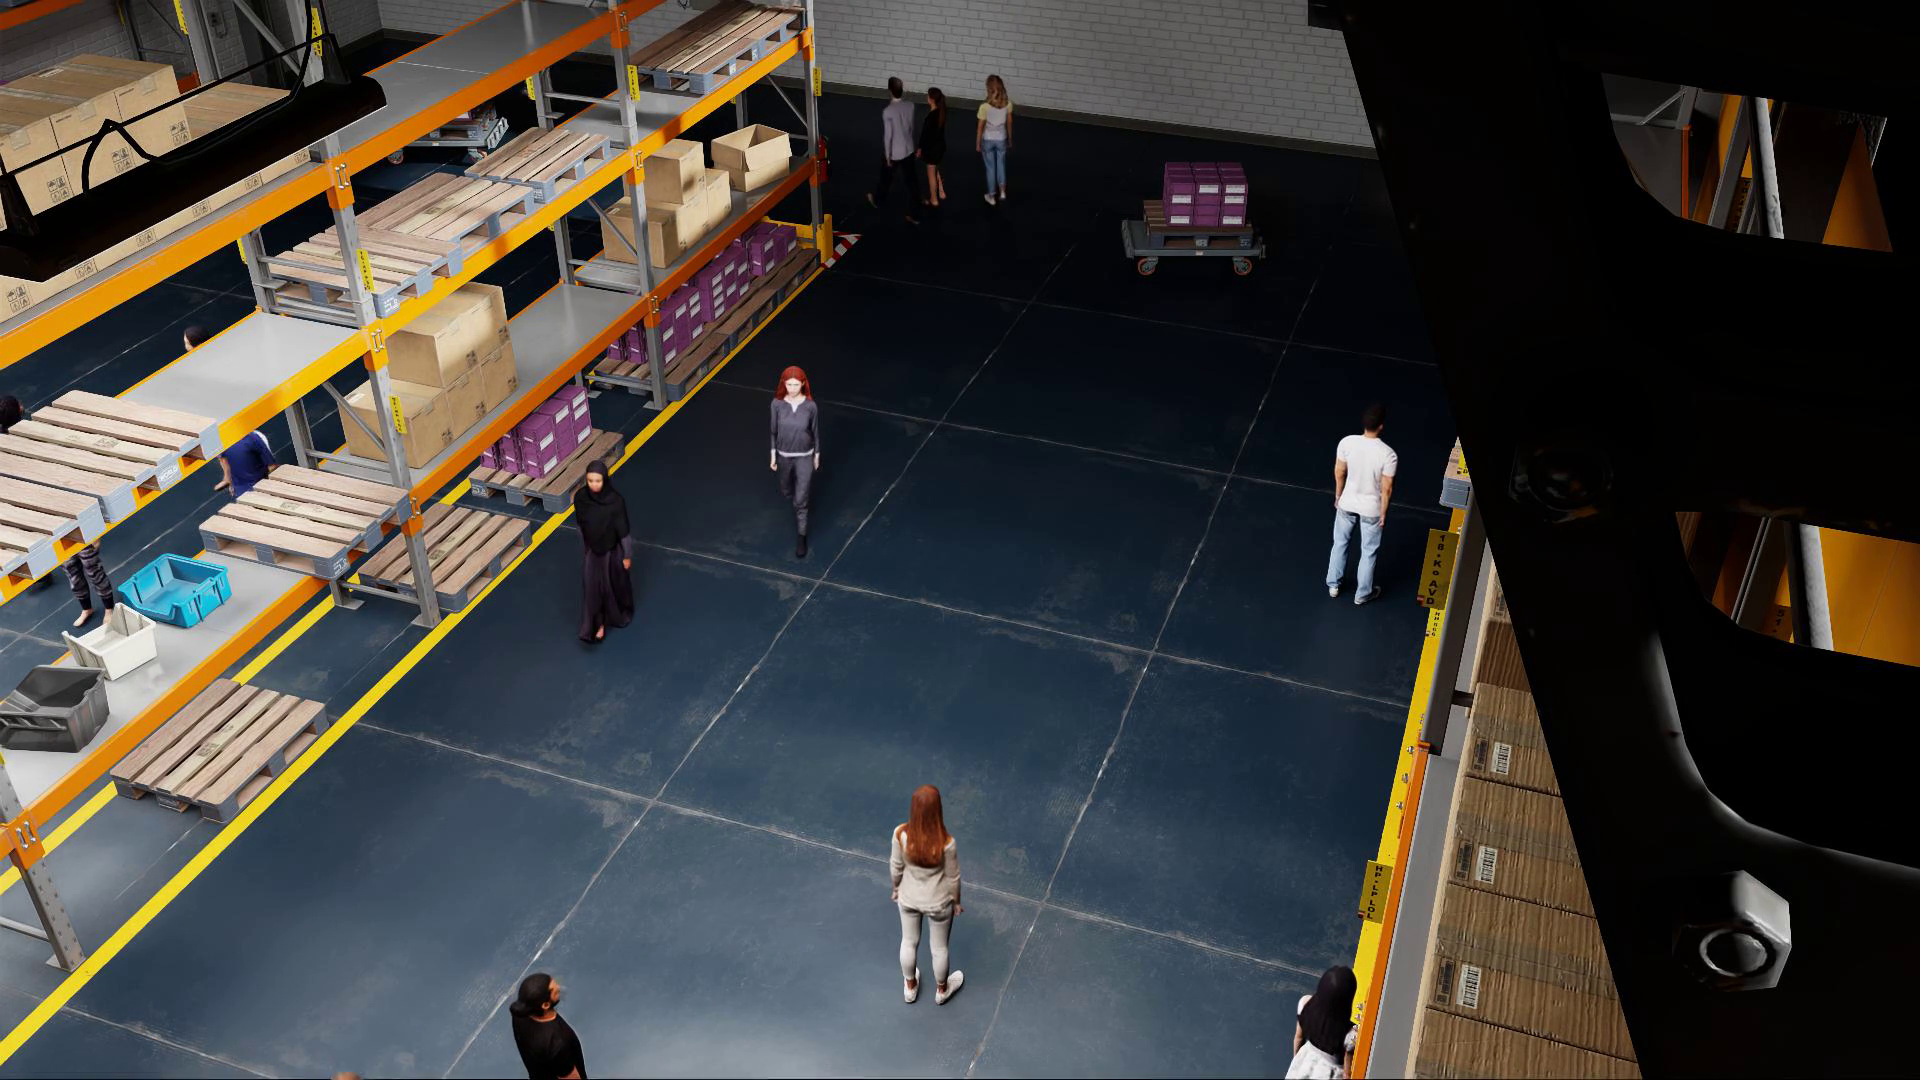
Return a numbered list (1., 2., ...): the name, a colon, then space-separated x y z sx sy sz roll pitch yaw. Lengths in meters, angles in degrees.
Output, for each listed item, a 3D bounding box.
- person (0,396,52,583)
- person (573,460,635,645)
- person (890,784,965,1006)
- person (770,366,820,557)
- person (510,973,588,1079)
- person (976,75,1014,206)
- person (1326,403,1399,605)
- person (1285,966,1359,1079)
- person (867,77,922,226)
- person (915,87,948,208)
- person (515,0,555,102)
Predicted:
1. person: -7.961 -0.408 14.239 0.598 1.657 1.152 10 35 14
2. person: -2.885 0.016 13.639 0.774 1.615 1.009 4 34 6
3. person: -0.215 2.205 10.260 0.618 1.710 0.547 9 35 13
4. person: -1.445 -0.758 14.671 0.703 1.763 1.009 5 34 7
5. person: -2.179 2.993 9.032 0.716 1.758 0.719 29 43 36
6. person: 0.454 -5.049 21.168 0.834 1.716 0.893 -9 35 -13
7. person: 3.357 -0.305 13.896 0.732 1.866 0.669 22 39 29
8. person: 1.959 2.979 9.042 0.797 1.769 0.774 -25 41 -33
9. person: -0.698 -4.807 20.722 1.179 1.808 1.150 -21 39 -29
10. person: -0.280 -5.010 21.259 0.641 1.550 0.547 16 37 22
11. person: -6.256 -7.400 24.627 0.974 1.803 0.928 25 41 32
